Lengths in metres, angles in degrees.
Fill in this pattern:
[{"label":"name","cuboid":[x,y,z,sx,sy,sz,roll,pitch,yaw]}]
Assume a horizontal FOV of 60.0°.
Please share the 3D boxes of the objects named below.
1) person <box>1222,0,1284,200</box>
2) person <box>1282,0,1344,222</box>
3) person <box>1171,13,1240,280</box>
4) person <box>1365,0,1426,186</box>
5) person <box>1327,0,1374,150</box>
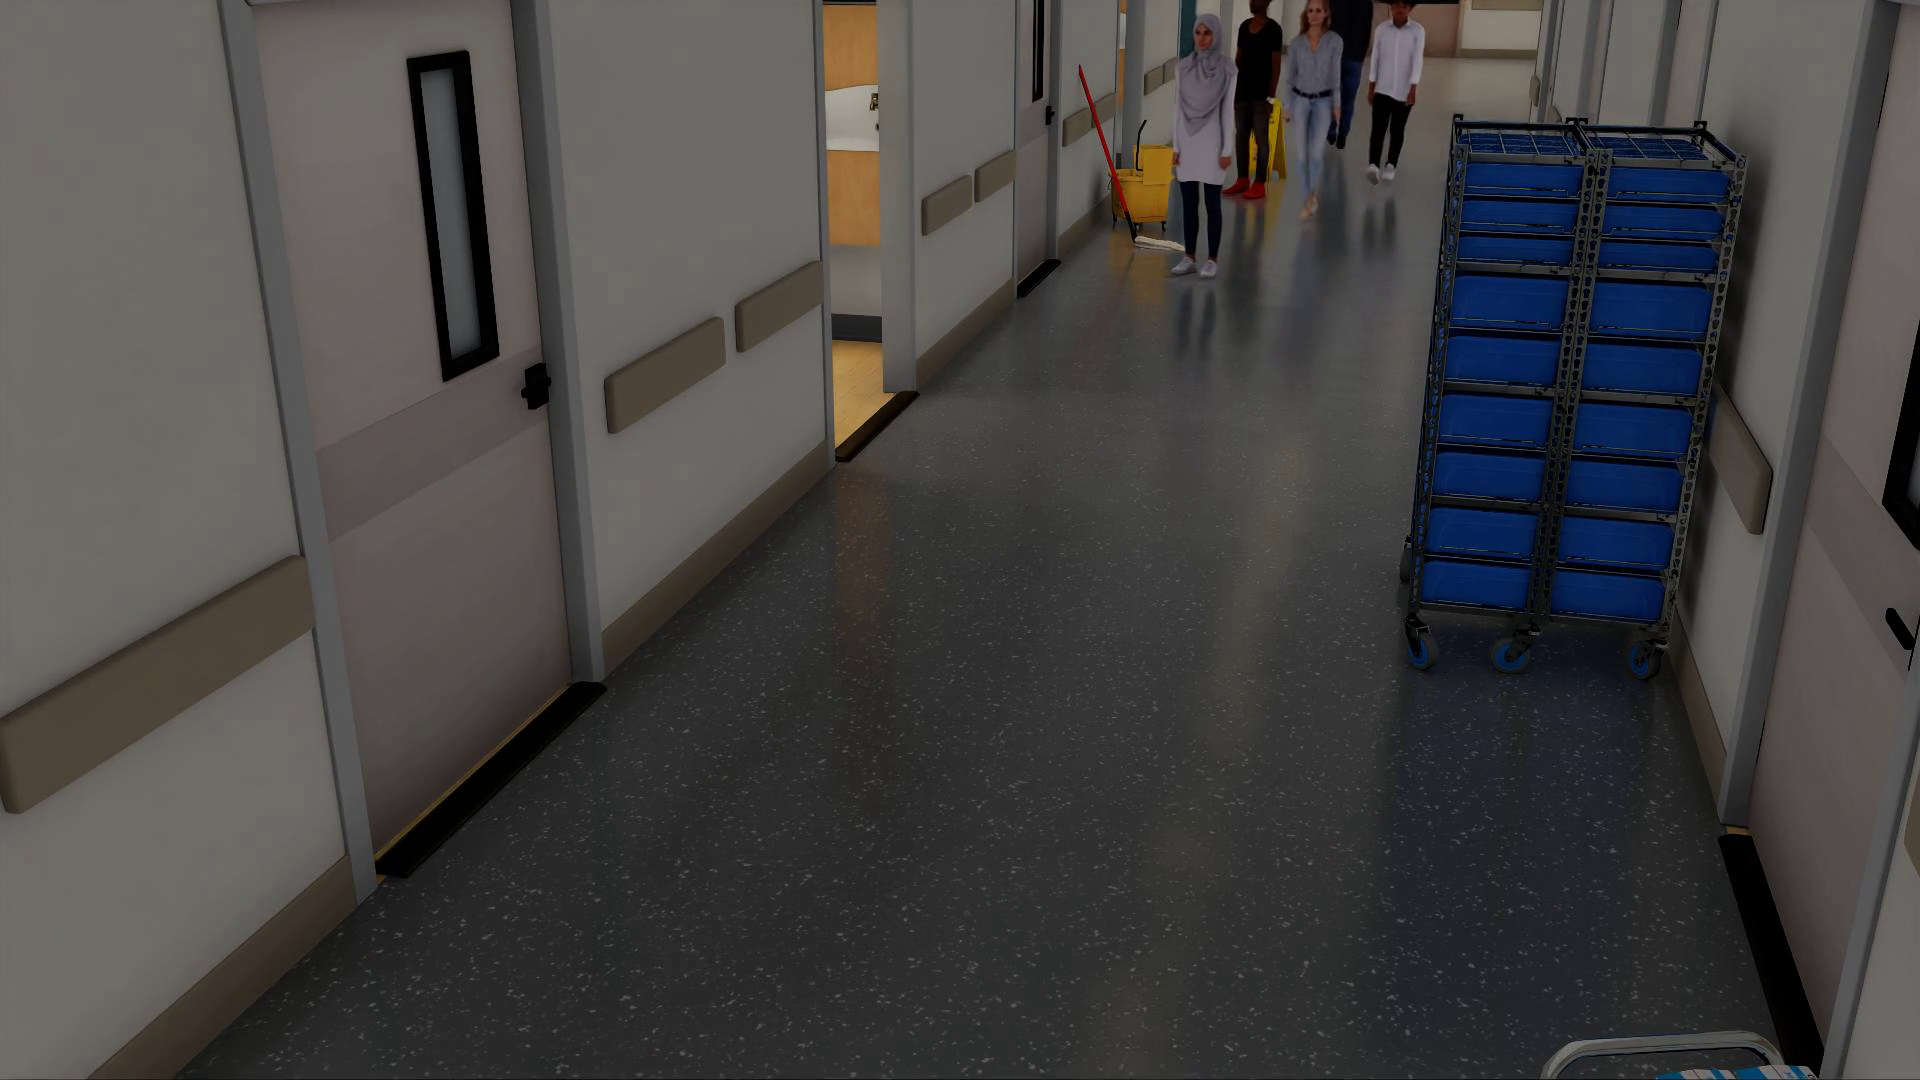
[{"label":"person","cuboid":[2.624,-3.965,14.734,0.766,1.807,0.747,-17,26,-37]},{"label":"person","cuboid":[2.888,-3.525,13.594,0.643,1.791,0.642,8,22,20]},{"label":"person","cuboid":[1.668,-2.685,11.404,0.681,1.771,0.669,14,25,32]},{"label":"person","cuboid":[4.013,-4.153,15.292,0.686,1.762,1.105,8,22,19]},{"label":"person","cuboid":[4.037,-4.979,17.374,0.644,1.832,1.228,4,21,12]}]
